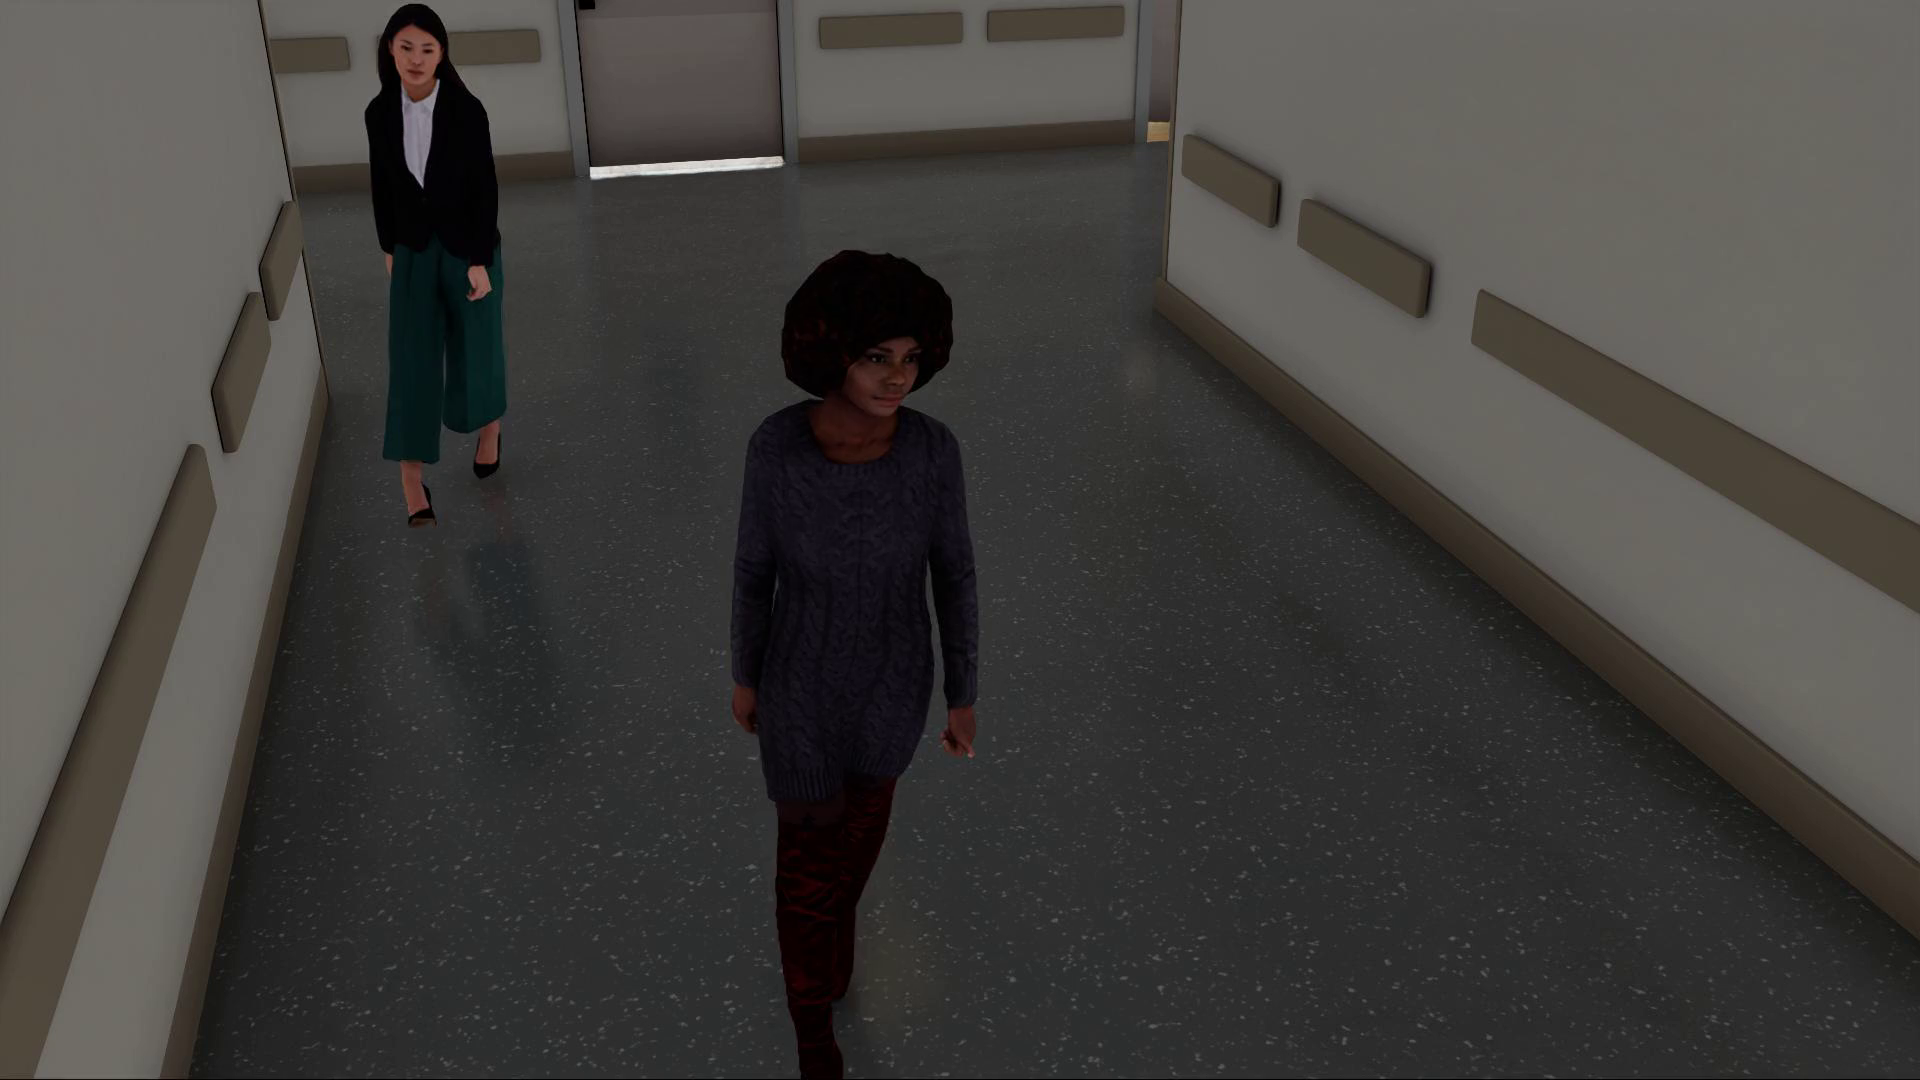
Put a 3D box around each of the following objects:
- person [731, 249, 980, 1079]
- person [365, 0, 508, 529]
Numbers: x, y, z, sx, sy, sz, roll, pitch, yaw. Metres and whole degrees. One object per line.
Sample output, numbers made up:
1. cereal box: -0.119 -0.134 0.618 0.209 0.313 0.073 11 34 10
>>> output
1. person: -0.226 0.248 3.267 0.923 1.680 0.724 -3 26 -7
2. person: -1.727 -0.932 5.701 1.083 1.691 0.813 -1 26 -1
